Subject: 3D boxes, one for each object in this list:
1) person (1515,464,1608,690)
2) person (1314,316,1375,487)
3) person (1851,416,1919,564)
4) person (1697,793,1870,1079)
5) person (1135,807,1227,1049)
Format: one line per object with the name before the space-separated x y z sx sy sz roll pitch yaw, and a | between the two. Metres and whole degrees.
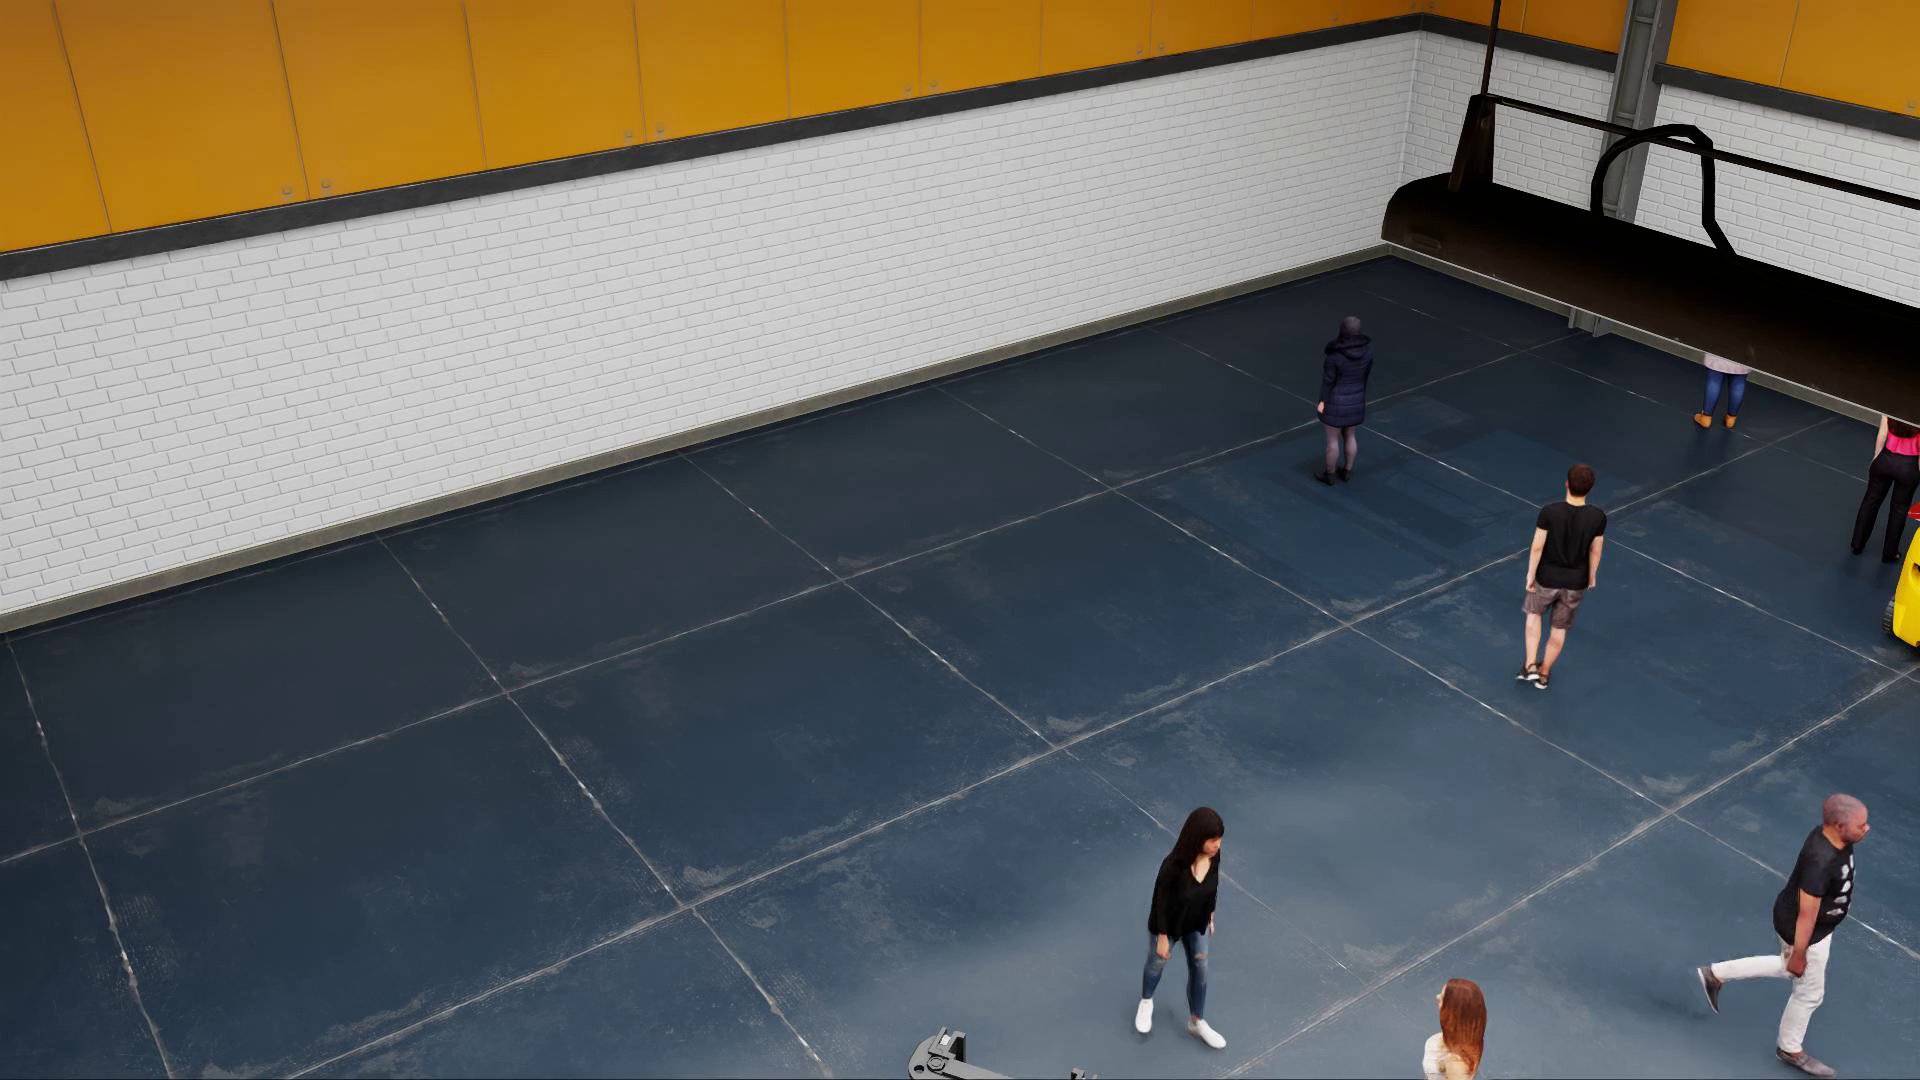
person | 4.450 0.328 12.319 0.828 1.848 0.895 8 30 14
person | 3.573 -1.302 15.490 0.730 1.673 0.722 -11 30 -19
person | 8.011 -0.602 14.216 0.672 1.665 0.505 -25 37 -38
person | 4.549 2.105 9.129 1.143 1.784 0.893 19 34 31
person | 1.193 2.107 9.294 0.641 1.622 0.797 -10 30 -17
